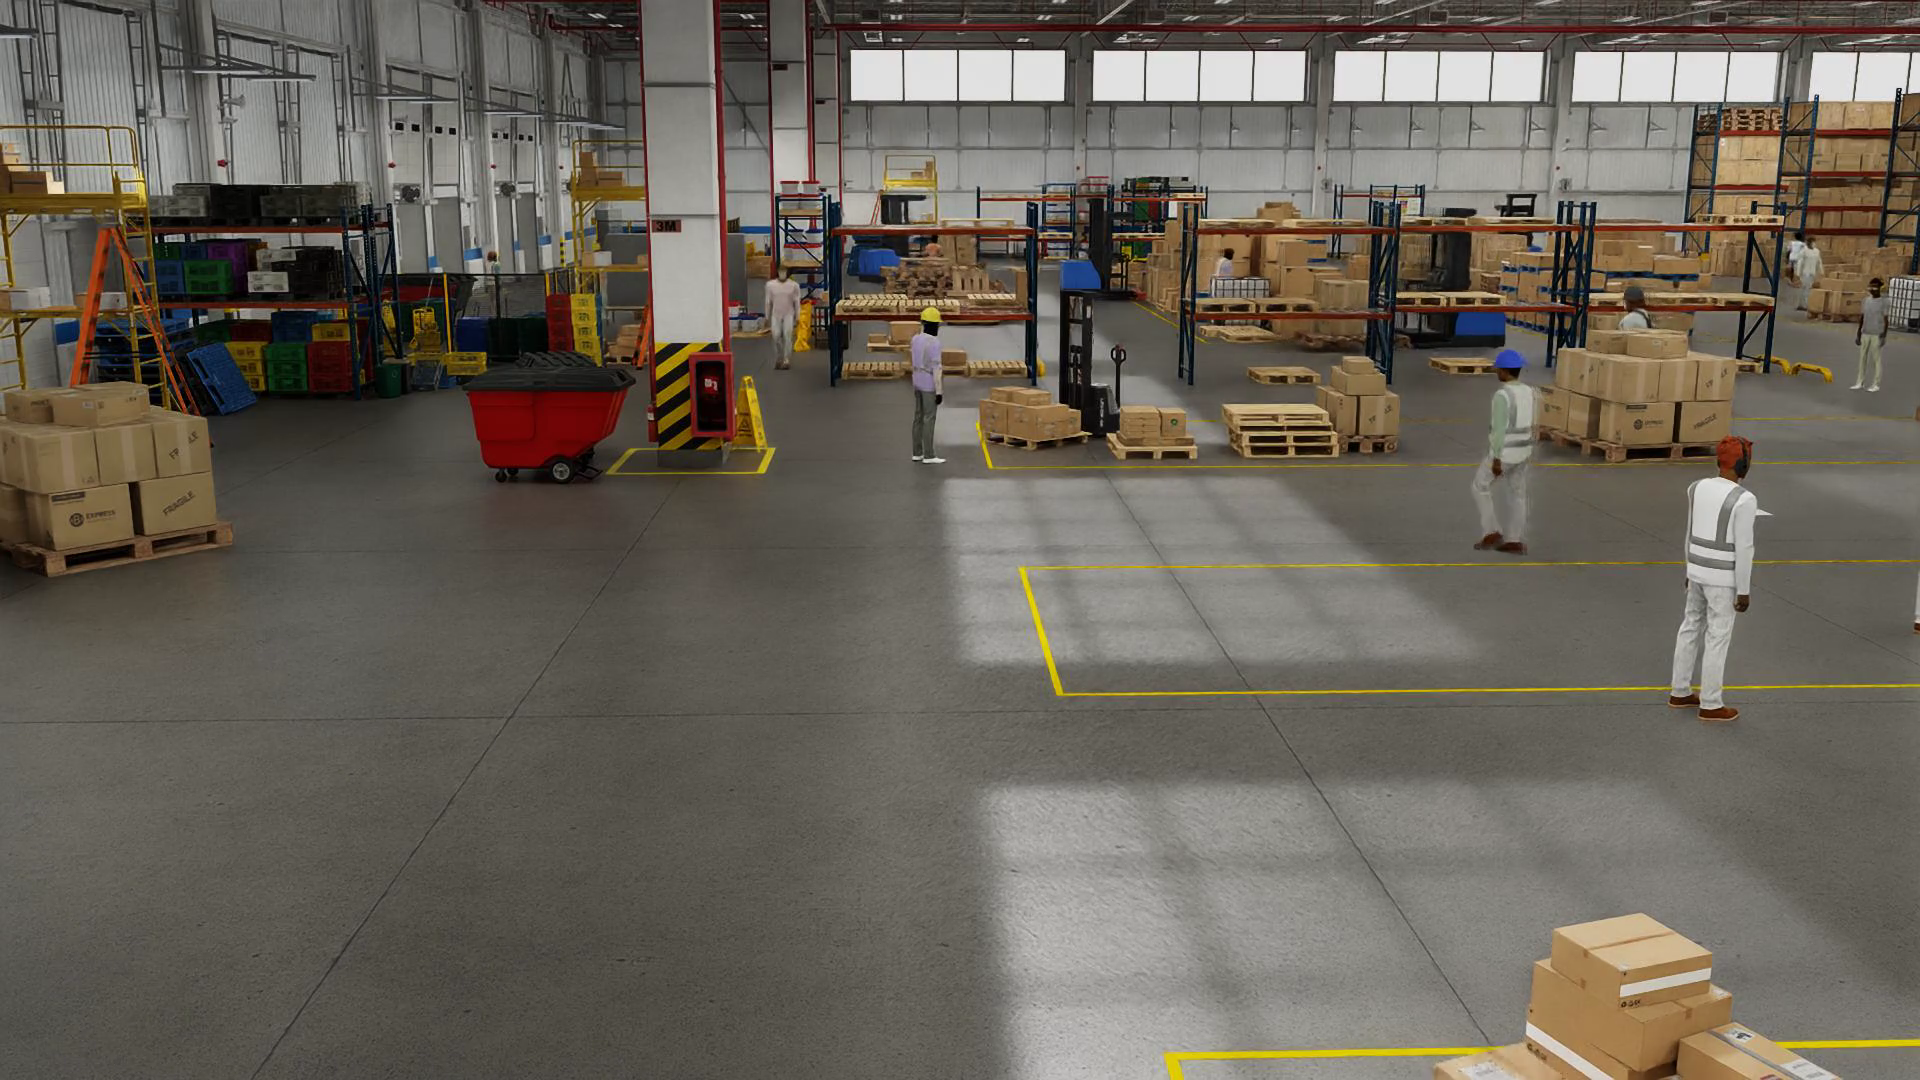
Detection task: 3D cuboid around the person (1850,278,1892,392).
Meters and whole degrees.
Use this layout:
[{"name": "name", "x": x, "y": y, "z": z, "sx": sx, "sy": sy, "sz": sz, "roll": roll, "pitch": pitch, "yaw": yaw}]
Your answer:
[{"name": "person", "x": 14.919, "y": -3.356, "z": 27.206, "sx": 0.320, "sy": 1.858, "sz": 0.522, "roll": -7, "pitch": 14, "yaw": -29}]

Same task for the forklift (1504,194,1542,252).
[{"name": "forklift", "x": 18.825, "y": -10.258, "z": 56.034, "sx": 1.129, "sy": 2.768, "sz": 1.873, "roll": 0, "pitch": 12, "yaw": -2}]

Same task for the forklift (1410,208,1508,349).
[{"name": "forklift", "x": 10.044, "y": -5.299, "z": 33.645, "sx": 1.873, "sy": 2.768, "sz": 1.129, "roll": 0, "pitch": 12, "yaw": -2}]

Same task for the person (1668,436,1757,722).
[{"name": "person", "x": 4.948, "y": 0.251, "z": 10.889, "sx": 0.354, "sy": 1.877, "sz": 0.574, "roll": -4, "pitch": 13, "yaw": -15}]

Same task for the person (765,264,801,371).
[{"name": "person", "x": -3.189, "y": -3.999, "z": 29.963, "sx": 0.663, "sy": 1.913, "sz": 0.772, "roll": -1, "pitch": 13, "yaw": -3}]

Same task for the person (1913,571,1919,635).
[{"name": "person", "x": 7.619, "y": -0.188, "z": 12.834, "sx": 0.356, "sy": 1.887, "sz": 0.572, "roll": 8, "pitch": 15, "yaw": 33}]

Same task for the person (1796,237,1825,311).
[{"name": "person", "x": 21.886, "y": -6.807, "z": 42.691, "sx": 0.643, "sy": 1.905, "sz": 0.860, "roll": -5, "pitch": 13, "yaw": -22}]

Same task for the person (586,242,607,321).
[{"name": "person", "x": -8.696, "y": -6.205, "z": 39.985, "sx": 0.589, "sy": 1.885, "sz": 0.863, "roll": -1, "pitch": 13, "yaw": -4}]

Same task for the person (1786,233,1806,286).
[{"name": "person", "x": 26.469, "y": -8.875, "z": 52.562, "sx": 0.863, "sy": 1.647, "sz": 0.553, "roll": -11, "pitch": 17, "yaw": -41}]

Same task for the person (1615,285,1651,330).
[{"name": "person", "x": 9.339, "y": -2.523, "z": 23.025, "sx": 0.727, "sy": 2.000, "sz": 0.700, "roll": 9, "pitch": 16, "yaw": 36}]

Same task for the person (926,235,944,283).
[{"name": "person", "x": -0.755, "y": -8.523, "z": 50.994, "sx": 0.549, "sy": 1.641, "sz": 0.884, "roll": 5, "pitch": 13, "yaw": 22}]

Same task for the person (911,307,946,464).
[{"name": "person", "x": -0.385, "y": -1.895, "z": 20.467, "sx": 0.391, "sy": 1.923, "sz": 0.585, "roll": -8, "pitch": 15, "yaw": -33}]

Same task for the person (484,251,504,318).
[{"name": "person", "x": -11.479, "y": -6.268, "z": 40.874, "sx": 0.518, "sy": 1.633, "sz": 0.312, "roll": 10, "pitch": 16, "yaw": 38}]

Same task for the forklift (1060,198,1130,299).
[{"name": "forklift", "x": 3.796, "y": -8.210, "z": 46.791, "sx": 1.873, "sy": 2.768, "sz": 1.129, "roll": 0, "pitch": 12, "yaw": -2}]

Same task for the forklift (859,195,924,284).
[{"name": "forklift", "x": -2.239, "y": -9.685, "z": 53.448, "sx": 1.873, "sy": 2.768, "sz": 1.129, "roll": -7, "pitch": 14, "yaw": -29}]

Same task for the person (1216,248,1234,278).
[{"name": "person", "x": 6.284, "y": -5.912, "z": 38.862, "sx": 0.841, "sy": 1.801, "sz": 0.623, "roll": 0, "pitch": 12, "yaw": -1}]

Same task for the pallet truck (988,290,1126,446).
[{"name": "pallet truck", "x": 1.257, "y": -2.299, "z": 22.111, "sx": 1.885, "sy": 1.965, "sz": 0.823, "roll": -9, "pitch": 15, "yaw": -35}]

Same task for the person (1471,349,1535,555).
[{"name": "person", "x": 5.104, "y": -0.819, "z": 15.574, "sx": 0.609, "sy": 1.931, "sz": 0.549, "roll": -10, "pitch": 16, "yaw": -37}]
